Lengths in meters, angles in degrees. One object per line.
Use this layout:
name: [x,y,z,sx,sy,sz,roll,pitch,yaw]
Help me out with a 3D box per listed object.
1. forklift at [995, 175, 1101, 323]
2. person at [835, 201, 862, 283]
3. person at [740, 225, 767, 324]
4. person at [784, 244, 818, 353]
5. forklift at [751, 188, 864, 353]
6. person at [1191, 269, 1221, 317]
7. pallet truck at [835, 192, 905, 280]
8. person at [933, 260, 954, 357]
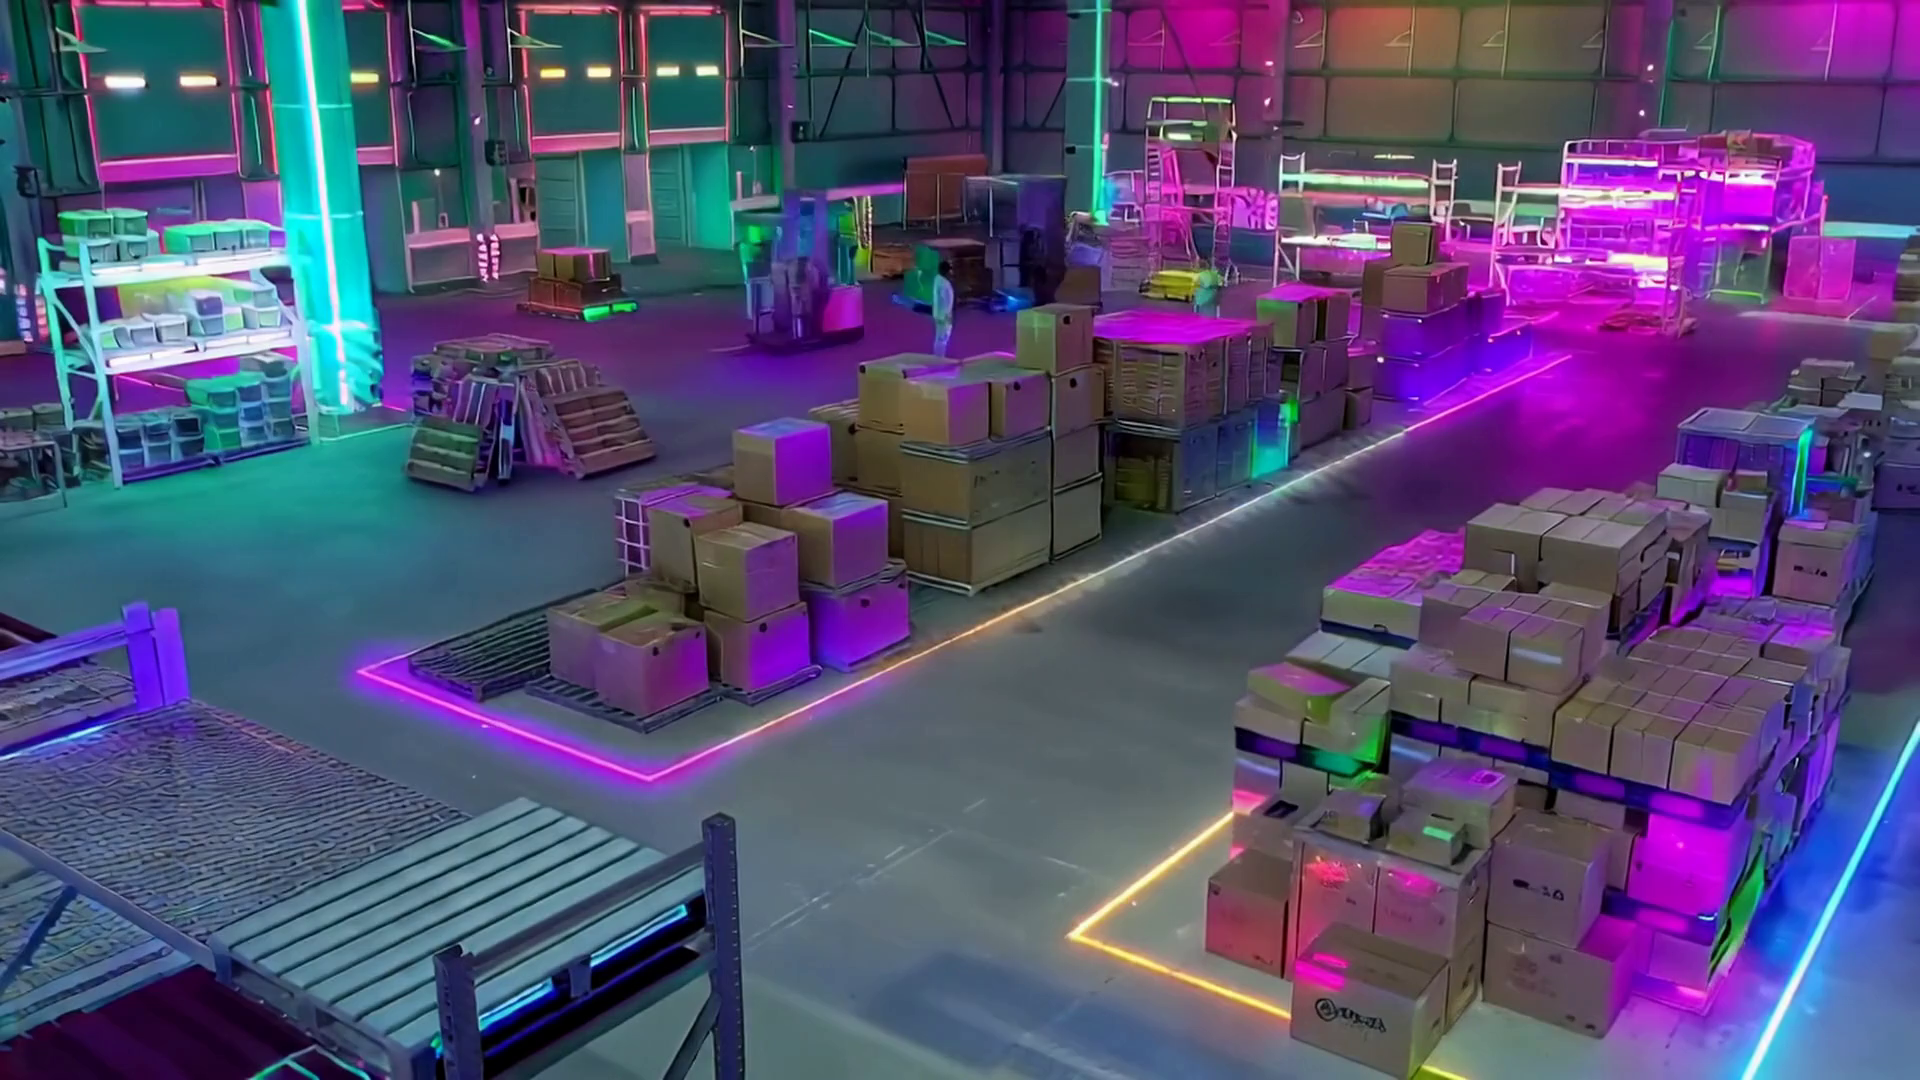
forklift: [1.786,-5.780,32.912,1.873,2.768,1.129,-7,18,-21]
person: [-2.510,-6.640,37.401,0.617,1.921,0.389,0,17,-2]
person: [-4.061,-5.249,32.777,0.367,1.926,0.594,11,20,33]
person: [-2.830,-4.309,29.669,0.636,1.930,0.371,-8,19,-26]
forklift: [-2.759,-4.936,30.119,1.129,2.768,1.873,15,23,41]
person: [4.129,-3.777,28.359,0.842,1.657,0.550,-13,21,-37]
pallet truck: [-1.936,-7.159,38.982,1.885,1.965,0.823,-12,21,-34]
person: [-0.272,-3.636,27.419,0.355,1.936,0.637,-3,17,-8]
